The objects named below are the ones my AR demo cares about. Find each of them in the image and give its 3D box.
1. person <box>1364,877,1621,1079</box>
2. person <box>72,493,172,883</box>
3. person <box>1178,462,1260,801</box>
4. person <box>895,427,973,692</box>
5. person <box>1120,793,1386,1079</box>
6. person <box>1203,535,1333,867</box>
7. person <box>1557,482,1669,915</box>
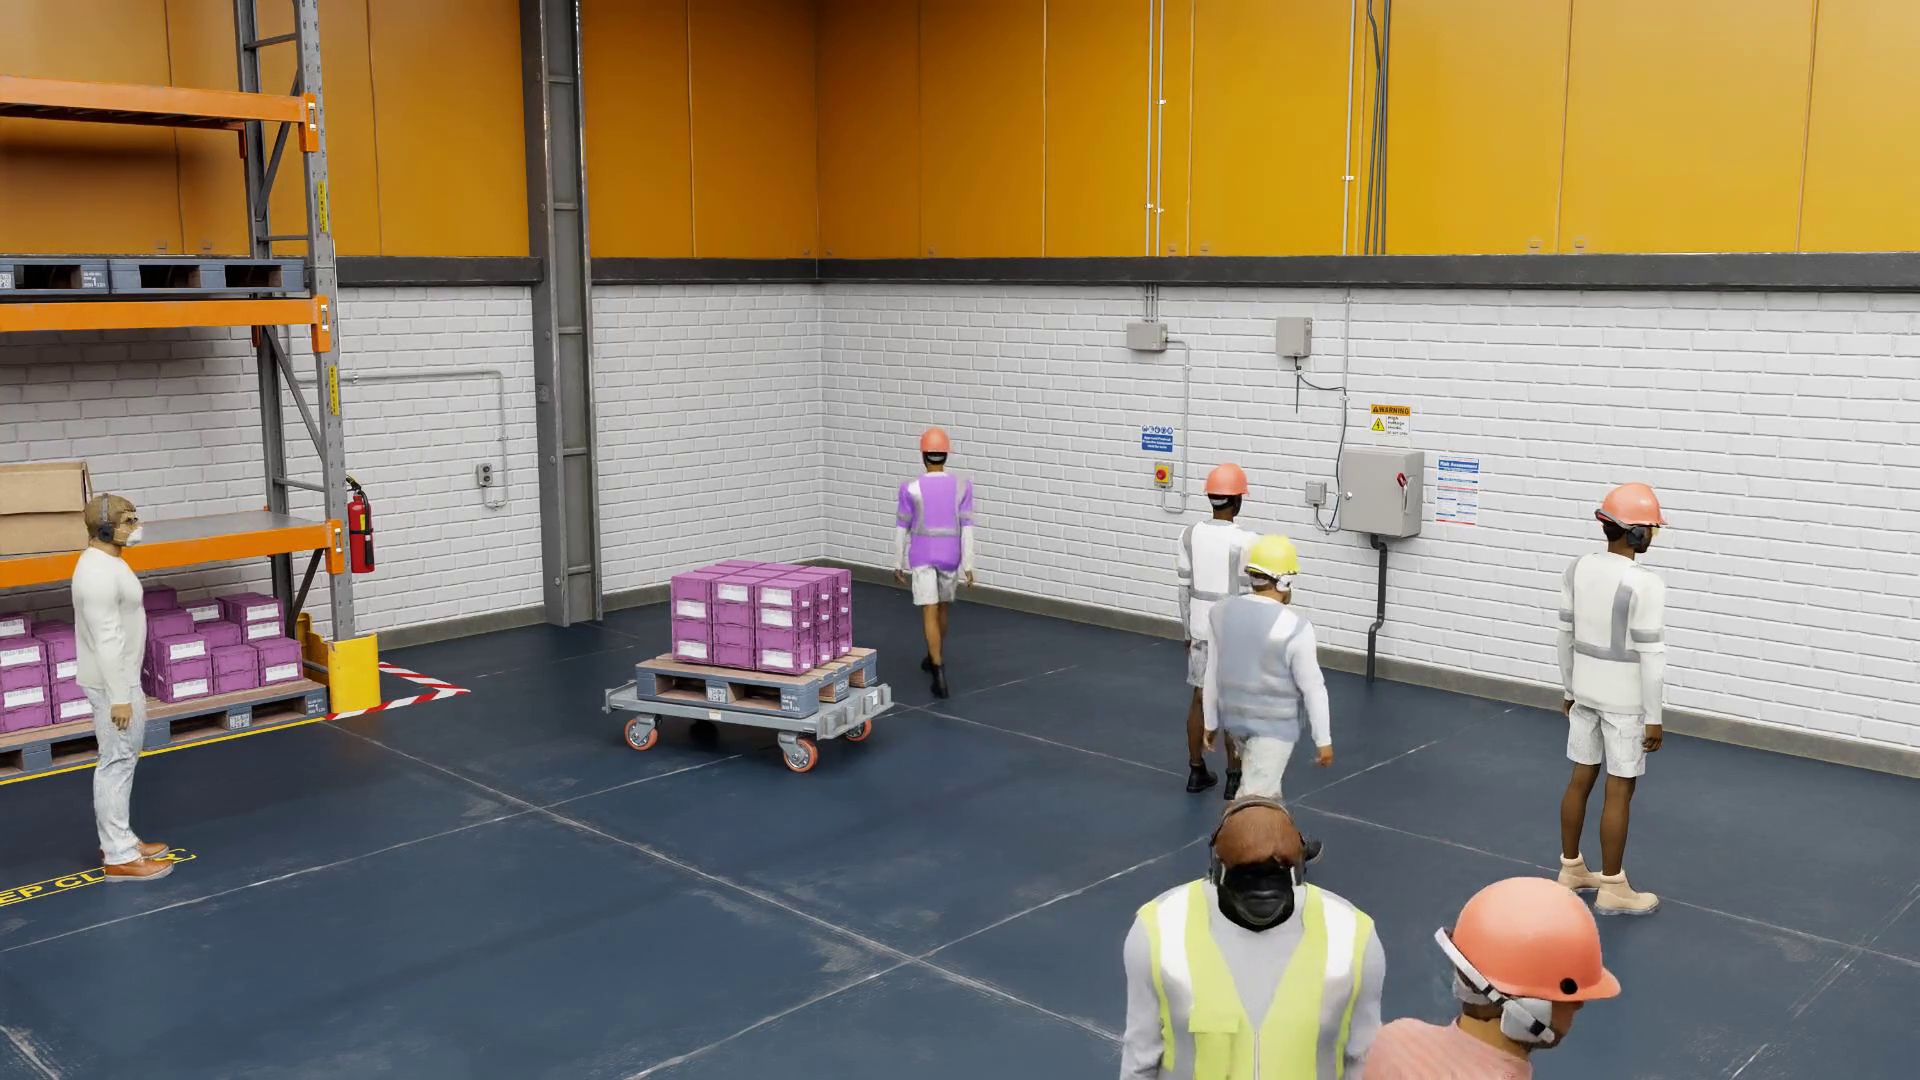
[{"bbox_3d":[1.075,1.566,3.136,0.984,1.938,0.643,-2,9,-13],"label":"person"},{"bbox_3d":[-4.201,0.727,8.292,0.357,1.934,0.642,-5,10,-26],"label":"person"},{"bbox_3d":[1.509,0.521,9.541,0.542,1.940,0.355,8,12,39],"label":"person"},{"bbox_3d":[-0.184,0.131,12.090,0.559,1.895,0.976,-2,10,-13],"label":"person"},{"bbox_3d":[0.699,1.482,4.013,0.625,1.826,0.432,1,9,7],"label":"person"},{"bbox_3d":[1.494,0.860,7.949,0.943,1.778,0.619,-7,12,-38],"label":"person"},{"bbox_3d":[3.108,0.741,7.877,0.386,2.041,0.615,-4,10,-21],"label":"person"}]
